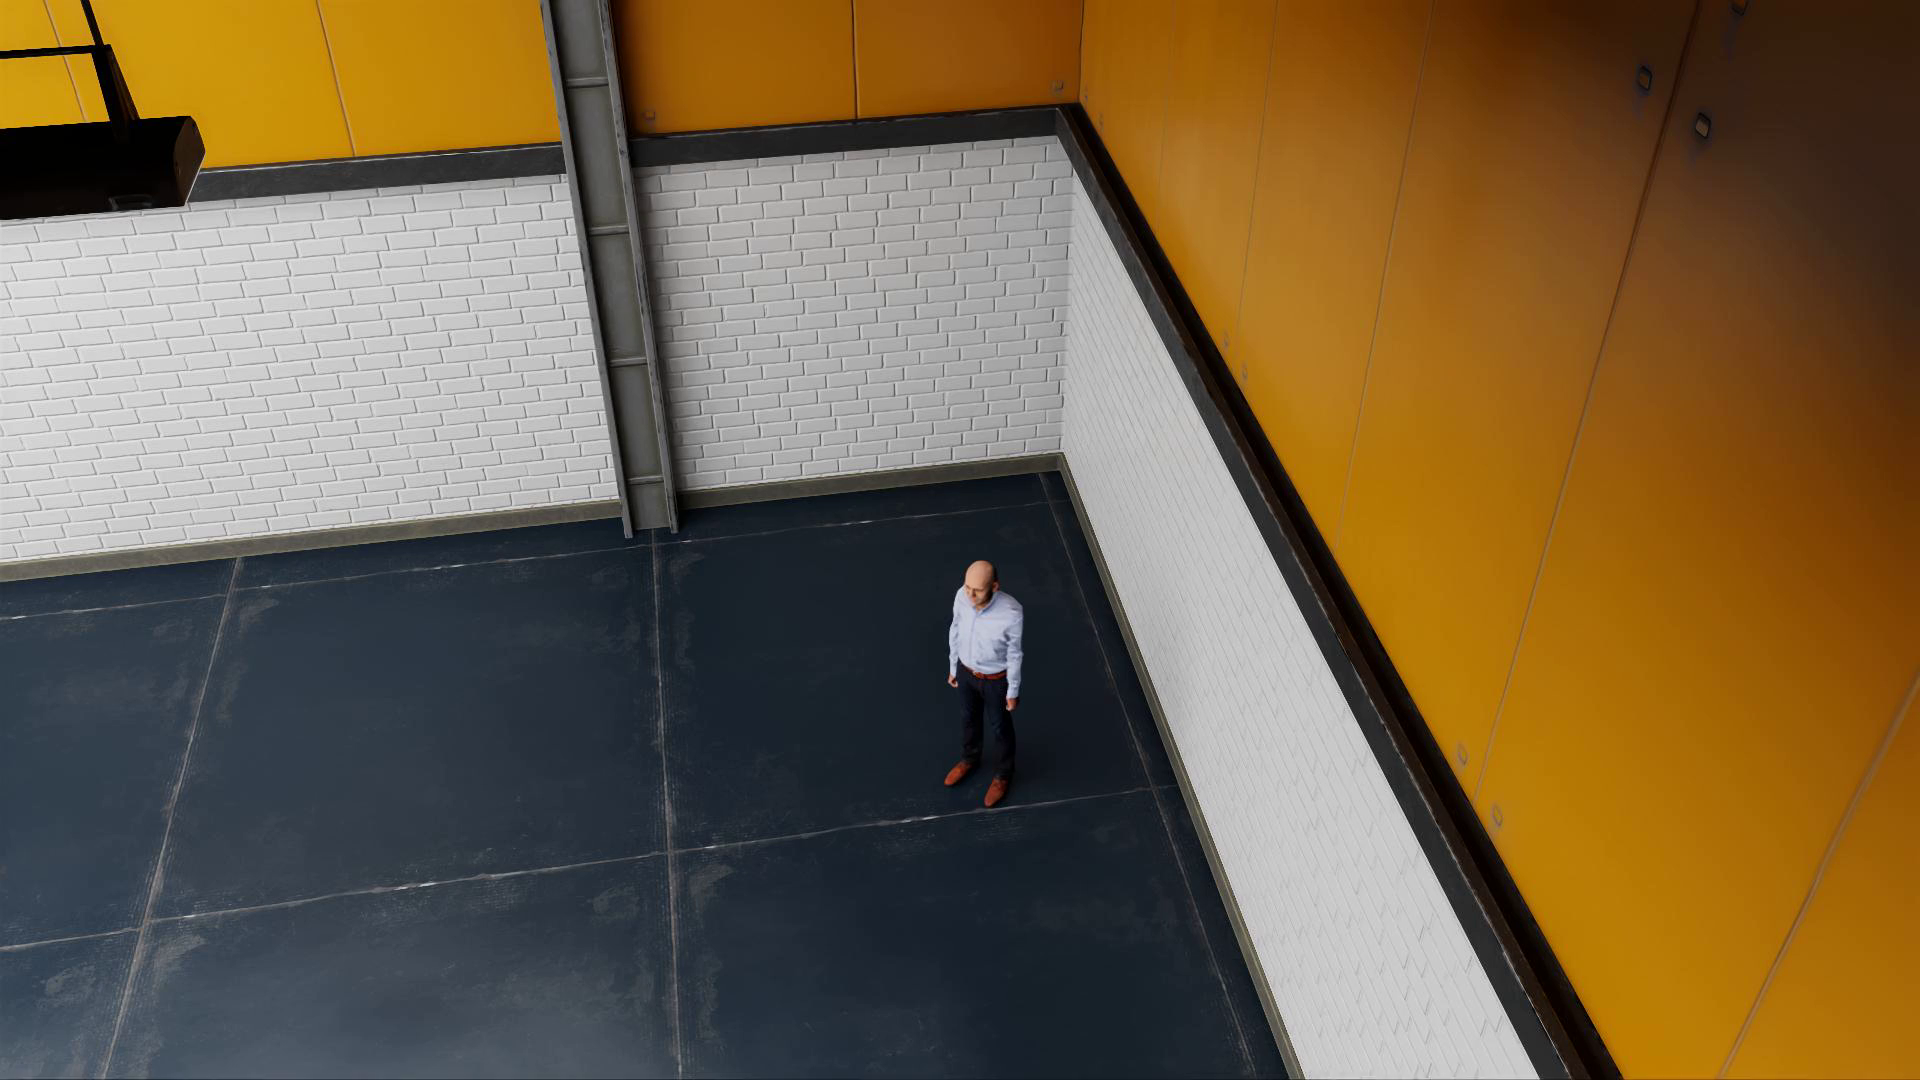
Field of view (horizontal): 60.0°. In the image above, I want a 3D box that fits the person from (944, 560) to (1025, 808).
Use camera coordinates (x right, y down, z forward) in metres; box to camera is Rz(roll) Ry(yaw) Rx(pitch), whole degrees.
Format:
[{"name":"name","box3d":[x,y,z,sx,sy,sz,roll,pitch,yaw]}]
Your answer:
[{"name":"person","box3d":[0.152,0.813,9.892,0.719,1.789,0.789,22,43,25]}]
